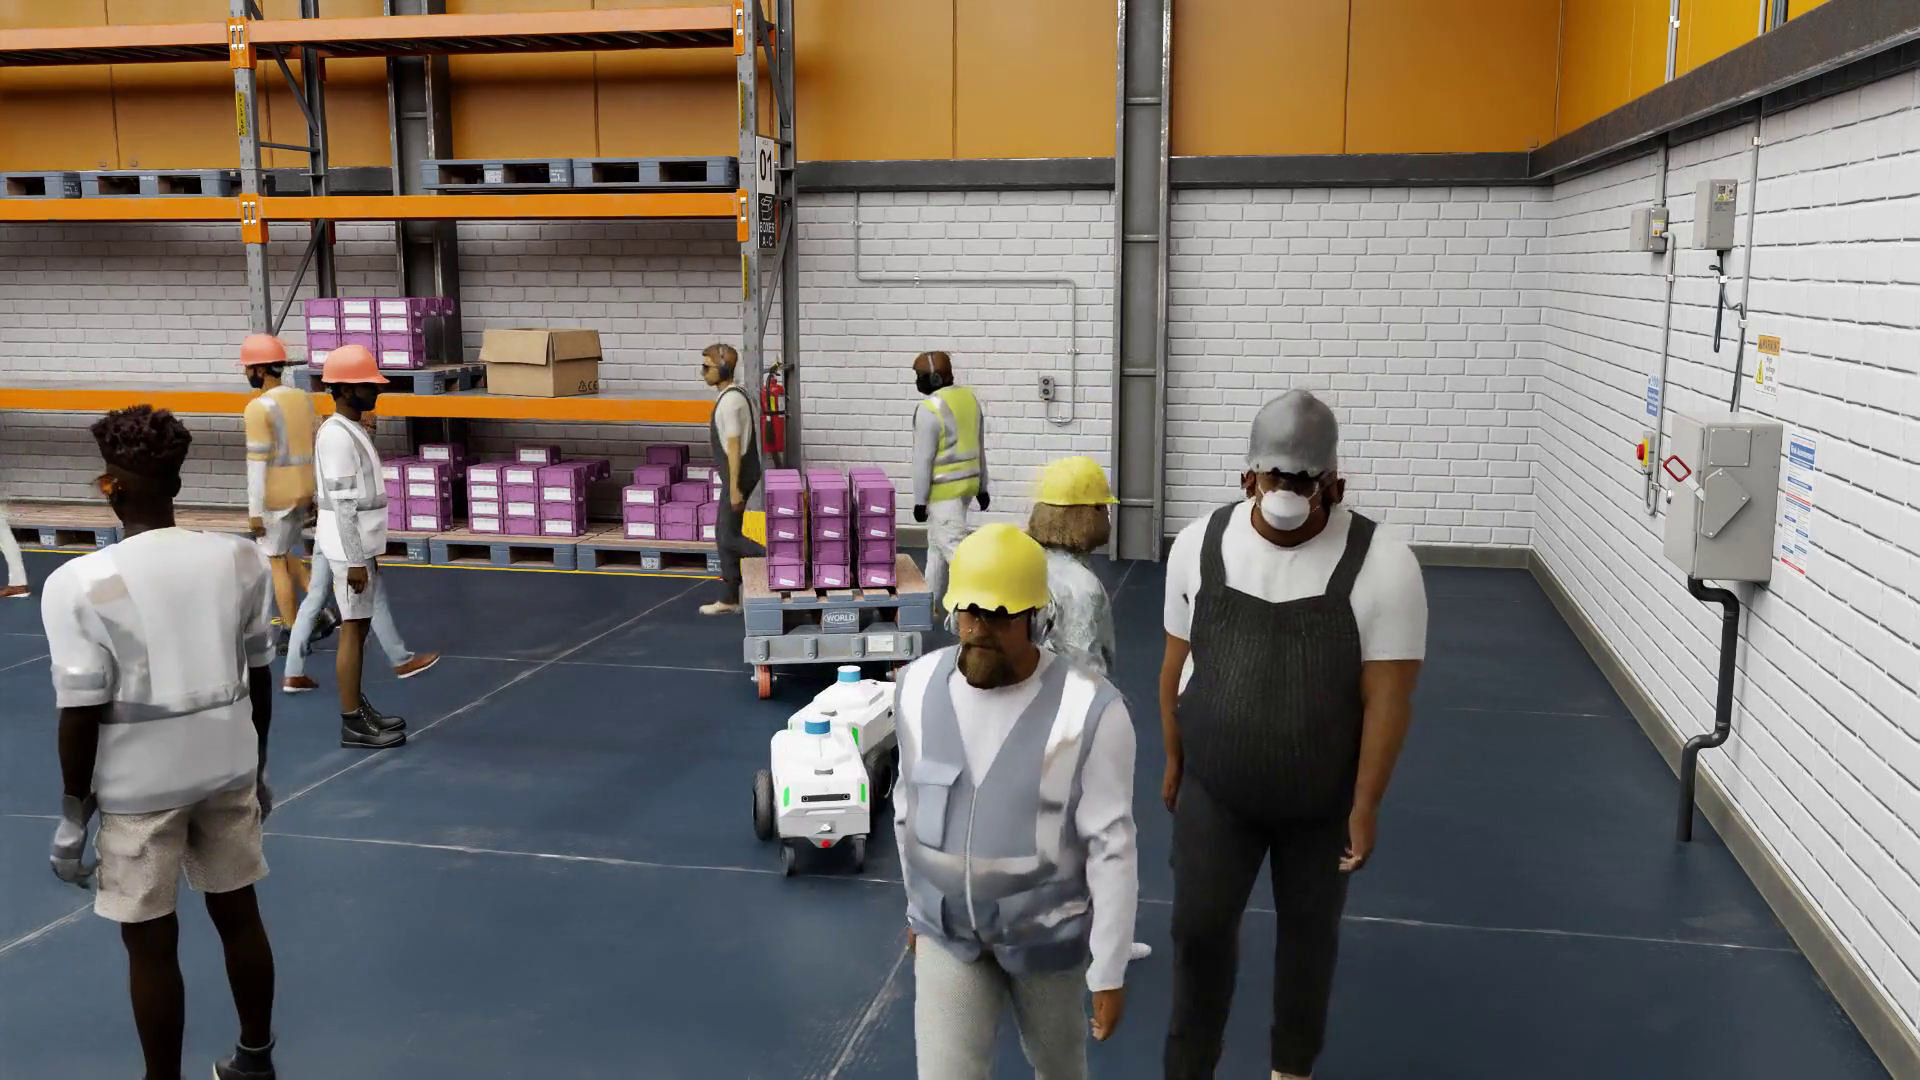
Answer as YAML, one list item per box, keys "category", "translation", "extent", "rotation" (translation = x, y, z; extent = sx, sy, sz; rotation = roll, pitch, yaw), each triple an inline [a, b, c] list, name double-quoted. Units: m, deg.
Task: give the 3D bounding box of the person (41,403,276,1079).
- category: "person"
  translation: [-2.080, 0.621, 4.392]
  extent: [0.363, 1.964, 0.608]
  rotation: [6, 11, 33]

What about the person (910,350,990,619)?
- category: "person"
  translation: [-0.037, -0.307, 10.548]
  extent: [0.889, 1.795, 0.678]
  rotation: [6, 11, 31]

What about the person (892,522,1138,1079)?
- category: "person"
  translation: [0.115, 0.831, 3.700]
  extent: [0.601, 1.784, 0.946]
  rotation: [3, 10, 20]

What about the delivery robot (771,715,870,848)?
- category: "delivery robot"
  translation: [-0.553, 0.928, 6.500]
  extent: [0.477, 0.478, 0.707]
  rotation: [-1, 10, -9]

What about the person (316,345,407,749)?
- category: "person"
  translation: [-2.893, 0.033, 8.021]
  extent: [0.357, 1.938, 0.543]
  rotation: [-3, 10, -16]

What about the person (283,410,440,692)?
- category: "person"
  translation: [-3.336, 0.031, 9.095]
  extent: [0.570, 1.576, 0.877]
  rotation: [8, 12, 40]

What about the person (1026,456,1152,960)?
- category: "person"
  translation: [0.327, 0.588, 5.325]
  extent: [0.656, 1.724, 0.498]
  rotation: [-3, 10, -15]

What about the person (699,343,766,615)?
- category: "person"
  translation: [-1.380, -0.379, 10.877]
  extent: [0.633, 1.827, 0.502]
  rotation: [-1, 9, -4]

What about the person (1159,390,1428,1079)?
- category: "person"
  translation: [0.816, 0.600, 4.292]
  extent: [0.691, 2.000, 0.725]
  rotation: [3, 10, 19]

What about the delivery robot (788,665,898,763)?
- category: "delivery robot"
  translation: [-0.483, 0.795, 7.302]
  extent: [0.477, 0.478, 0.707]
  rotation: [3, 10, 16]

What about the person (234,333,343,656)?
- category: "person"
  translation: [-4.008, -0.256, 9.803]
  extent: [0.422, 1.919, 0.575]
  rotation: [2, 10, 13]

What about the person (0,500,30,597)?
- category: "person"
  translation: [-6.903, -0.371, 11.491]
  extent: [0.844, 1.589, 0.529]
  rotation: [0, 9, 1]
